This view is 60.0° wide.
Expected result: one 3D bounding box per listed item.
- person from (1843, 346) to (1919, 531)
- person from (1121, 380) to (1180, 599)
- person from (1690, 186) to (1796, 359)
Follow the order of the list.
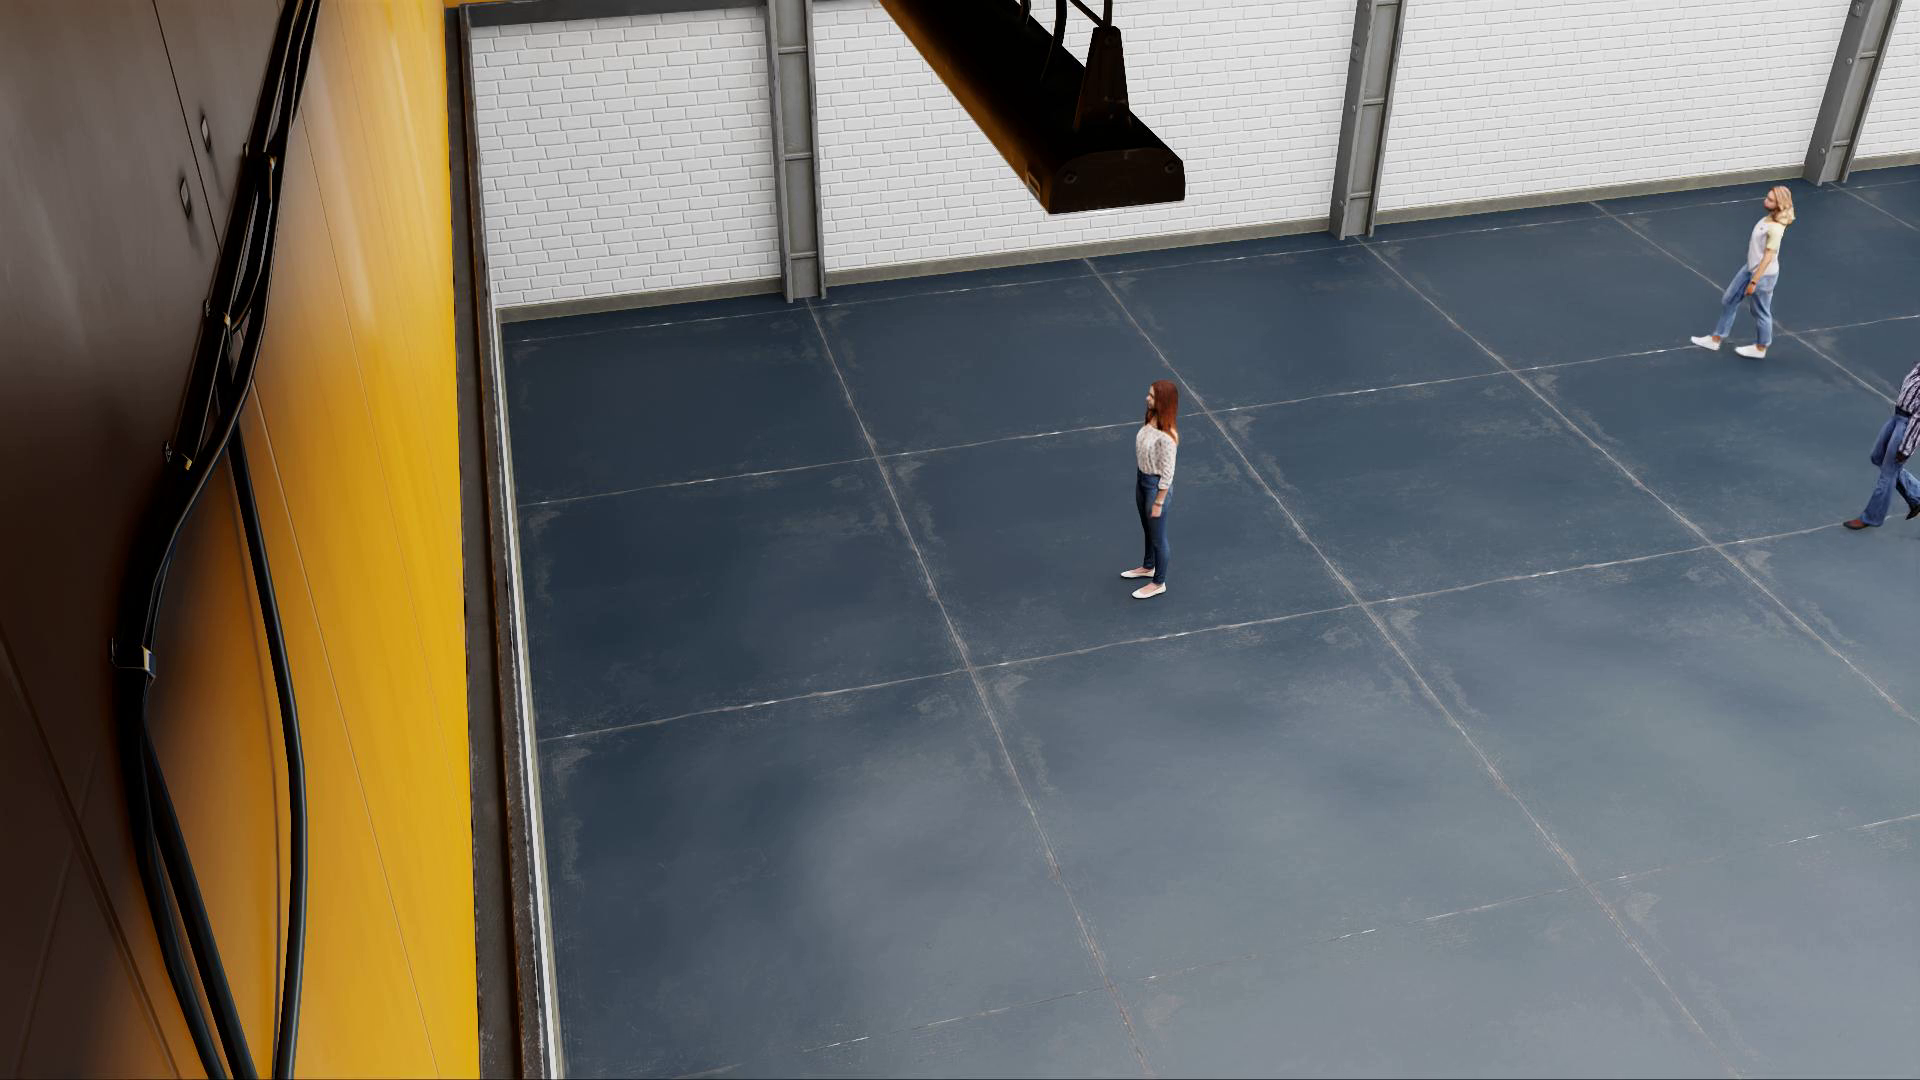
[{"bbox_3d":[7.254,-0.798,12.591,0.942,1.780,0.850,8,34,12],"label":"person"},{"bbox_3d":[1.414,-0.382,12.012,0.509,1.729,0.579,-7,34,-10],"label":"person"},{"bbox_3d":[7.343,-2.372,15.041,1.032,1.690,0.915,11,35,15],"label":"person"}]
